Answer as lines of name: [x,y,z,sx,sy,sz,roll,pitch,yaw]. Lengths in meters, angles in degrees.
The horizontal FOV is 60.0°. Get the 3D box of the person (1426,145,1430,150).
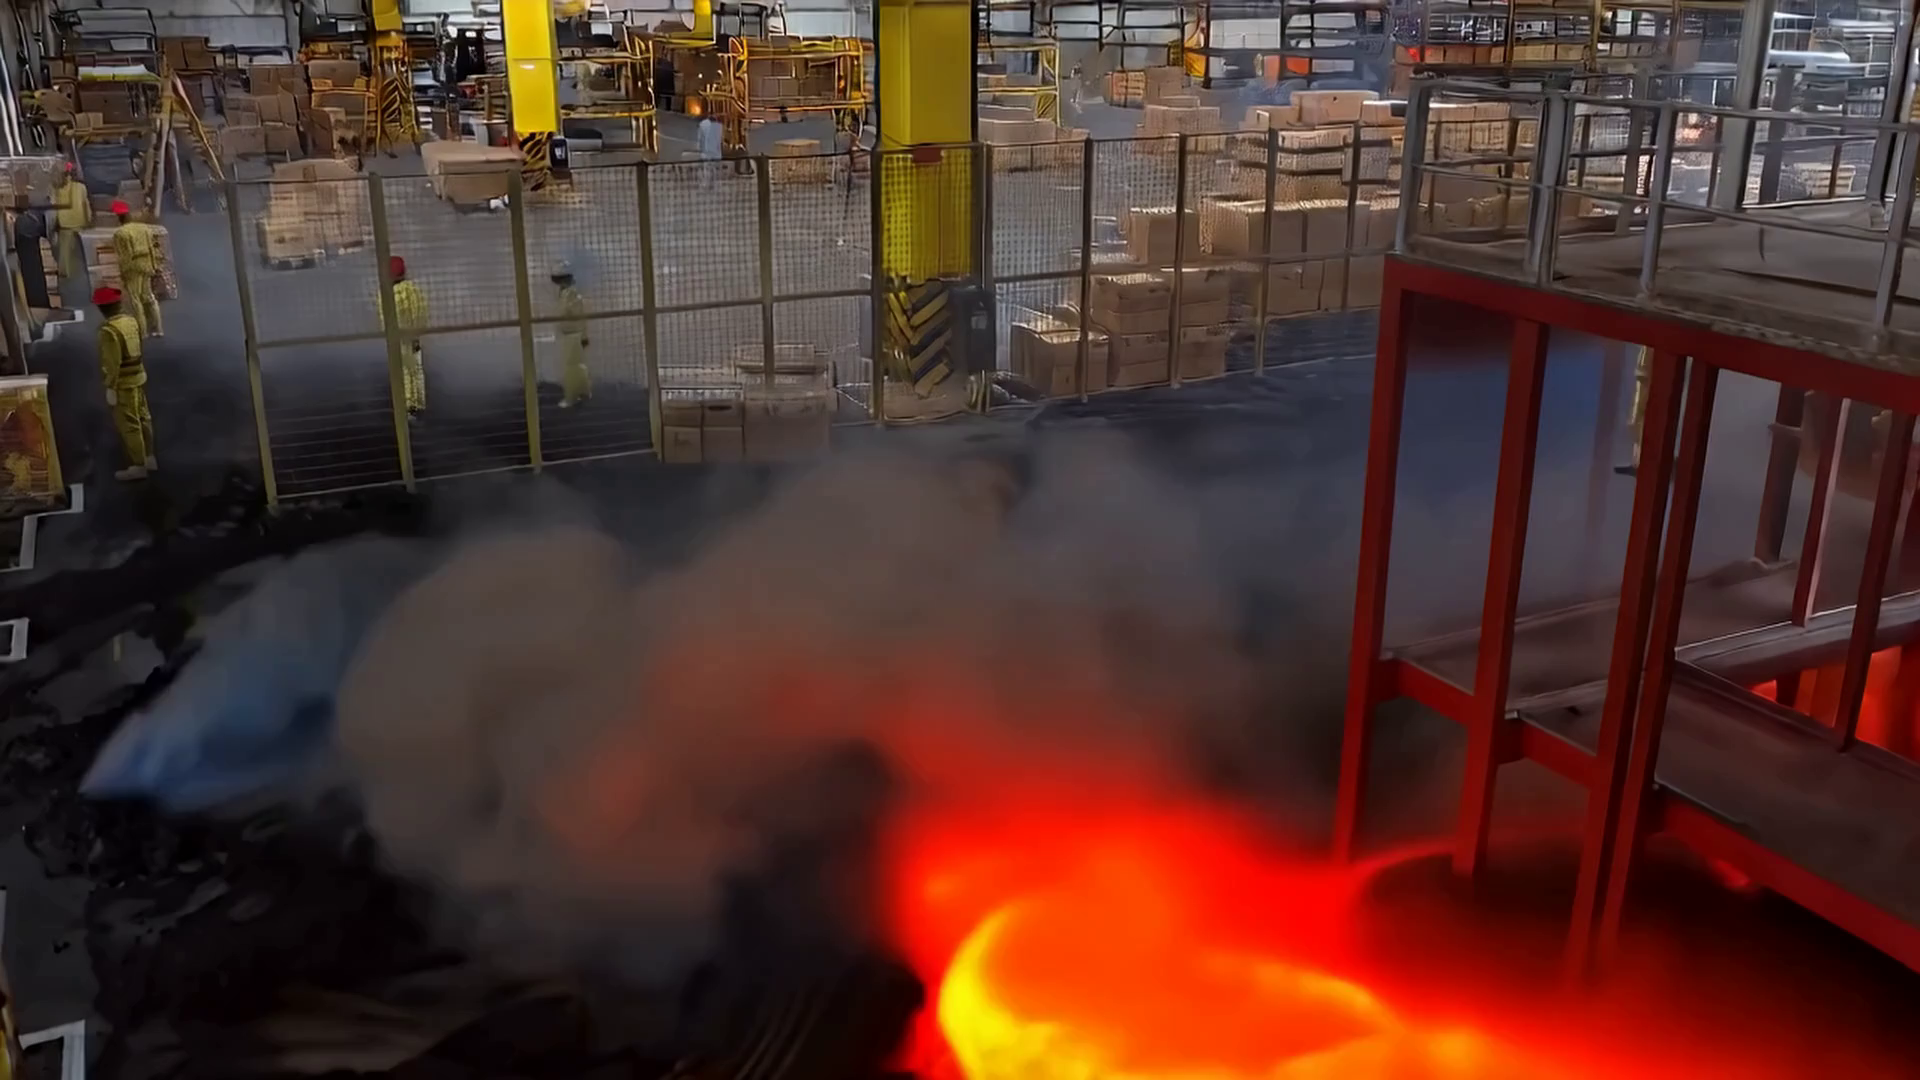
person: [8.622,-6.394,30.824,0.905,1.805,0.539,16,25,39]

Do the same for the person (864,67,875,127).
person: [-2.856,-14.268,53.555,0.349,1.877,0.577,-18,26,-42]

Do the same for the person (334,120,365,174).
person: [-12.616,-7.706,34.429,0.545,1.939,0.373,-8,20,-21]

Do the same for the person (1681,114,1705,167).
person: [16.583,-8.752,37.722,0.328,1.769,0.525,-9,21,-24]

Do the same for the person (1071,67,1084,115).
person: [4.068,-15.553,57.653,0.454,1.620,0.524,-17,25,-40]

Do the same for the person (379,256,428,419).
person: [-6.348,-2.302,18.913,0.631,1.843,0.429,16,25,39]

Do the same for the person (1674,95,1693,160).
person: [17.875,-10.014,41.128,0.552,1.932,0.377,2,19,5]

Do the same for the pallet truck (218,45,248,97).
pallet truck: [-28.879,-18.665,66.111,0.823,1.965,1.885,-3,19,-9]

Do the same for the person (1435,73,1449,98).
person: [14.709,-13.257,50.638,0.986,1.864,0.593,10,21,26]

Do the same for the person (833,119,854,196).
person: [-2.611,-8.622,37.466,0.534,1.691,0.320,9,21,25]

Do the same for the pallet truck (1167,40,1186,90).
pallet truck: [9.045,-19.971,69.895,0.823,1.965,1.885,-3,19,-8]

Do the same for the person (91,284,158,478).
person: [-8.394,-1.601,16.716,0.384,1.951,0.605,0,19,0]

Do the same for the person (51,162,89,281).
person: [-14.453,-5.176,27.104,0.898,1.932,0.599,13,23,33]

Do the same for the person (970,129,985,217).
person: [0.221,-7.451,33.911,0.640,1.790,0.958,15,24,37]

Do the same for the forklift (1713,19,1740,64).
forklift: [32.171,-20.443,69.932,1.129,2.768,1.873,-10,21,-26]

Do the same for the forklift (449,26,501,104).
forklift: [-18.105,-17.681,61.924,1.873,2.768,1.129,13,23,33]

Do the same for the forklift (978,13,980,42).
forklift: [0.467,-23.483,78.744,1.129,2.768,1.873,-10,21,-26]

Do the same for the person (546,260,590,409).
person: [-4.613,-2.400,19.377,0.489,1.718,0.755,14,24,36]

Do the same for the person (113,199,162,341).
person: [-11.335,-3.708,22.871,0.392,1.921,0.582,7,20,20]

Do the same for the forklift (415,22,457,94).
forklift: [-21.449,-19.504,67.209,1.129,2.768,1.873,10,22,27]

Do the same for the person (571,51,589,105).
person: [-14.136,-17.196,61.942,0.633,1.936,0.353,-5,20,-14]

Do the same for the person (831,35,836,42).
person: [-6.014,-22.820,78.344,1.028,1.884,0.544,10,22,28]

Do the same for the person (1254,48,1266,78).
person: [12.020,-18.712,66.495,0.521,1.829,0.653,-6,20,-17]

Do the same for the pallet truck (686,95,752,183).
pallet truck: [-5.836,-9.608,39.856,0.823,1.965,1.885,10,22,27]

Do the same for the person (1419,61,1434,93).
person: [15.015,-14.493,53.949,0.535,2.000,0.682,16,24,38]

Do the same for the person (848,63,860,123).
person: [-3.500,-14.687,54.707,0.408,1.918,0.584,2,19,7]

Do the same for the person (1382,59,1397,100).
person: [14.644,-15.314,56.482,1.016,1.947,0.633,0,19,-1]

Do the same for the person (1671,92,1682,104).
person: [19.870,-11.661,46.380,0.520,1.616,0.427,-6,20,-17]

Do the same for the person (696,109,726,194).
person: [-5.624,-8.794,37.643,0.651,1.897,0.517,-3,19,-7]

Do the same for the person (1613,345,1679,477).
person: [6.939,-1.495,16.535,0.566,1.867,0.581,12,23,32]

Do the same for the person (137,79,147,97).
person: [-25.181,-13.422,51.466,0.514,1.634,0.313,9,21,23]
